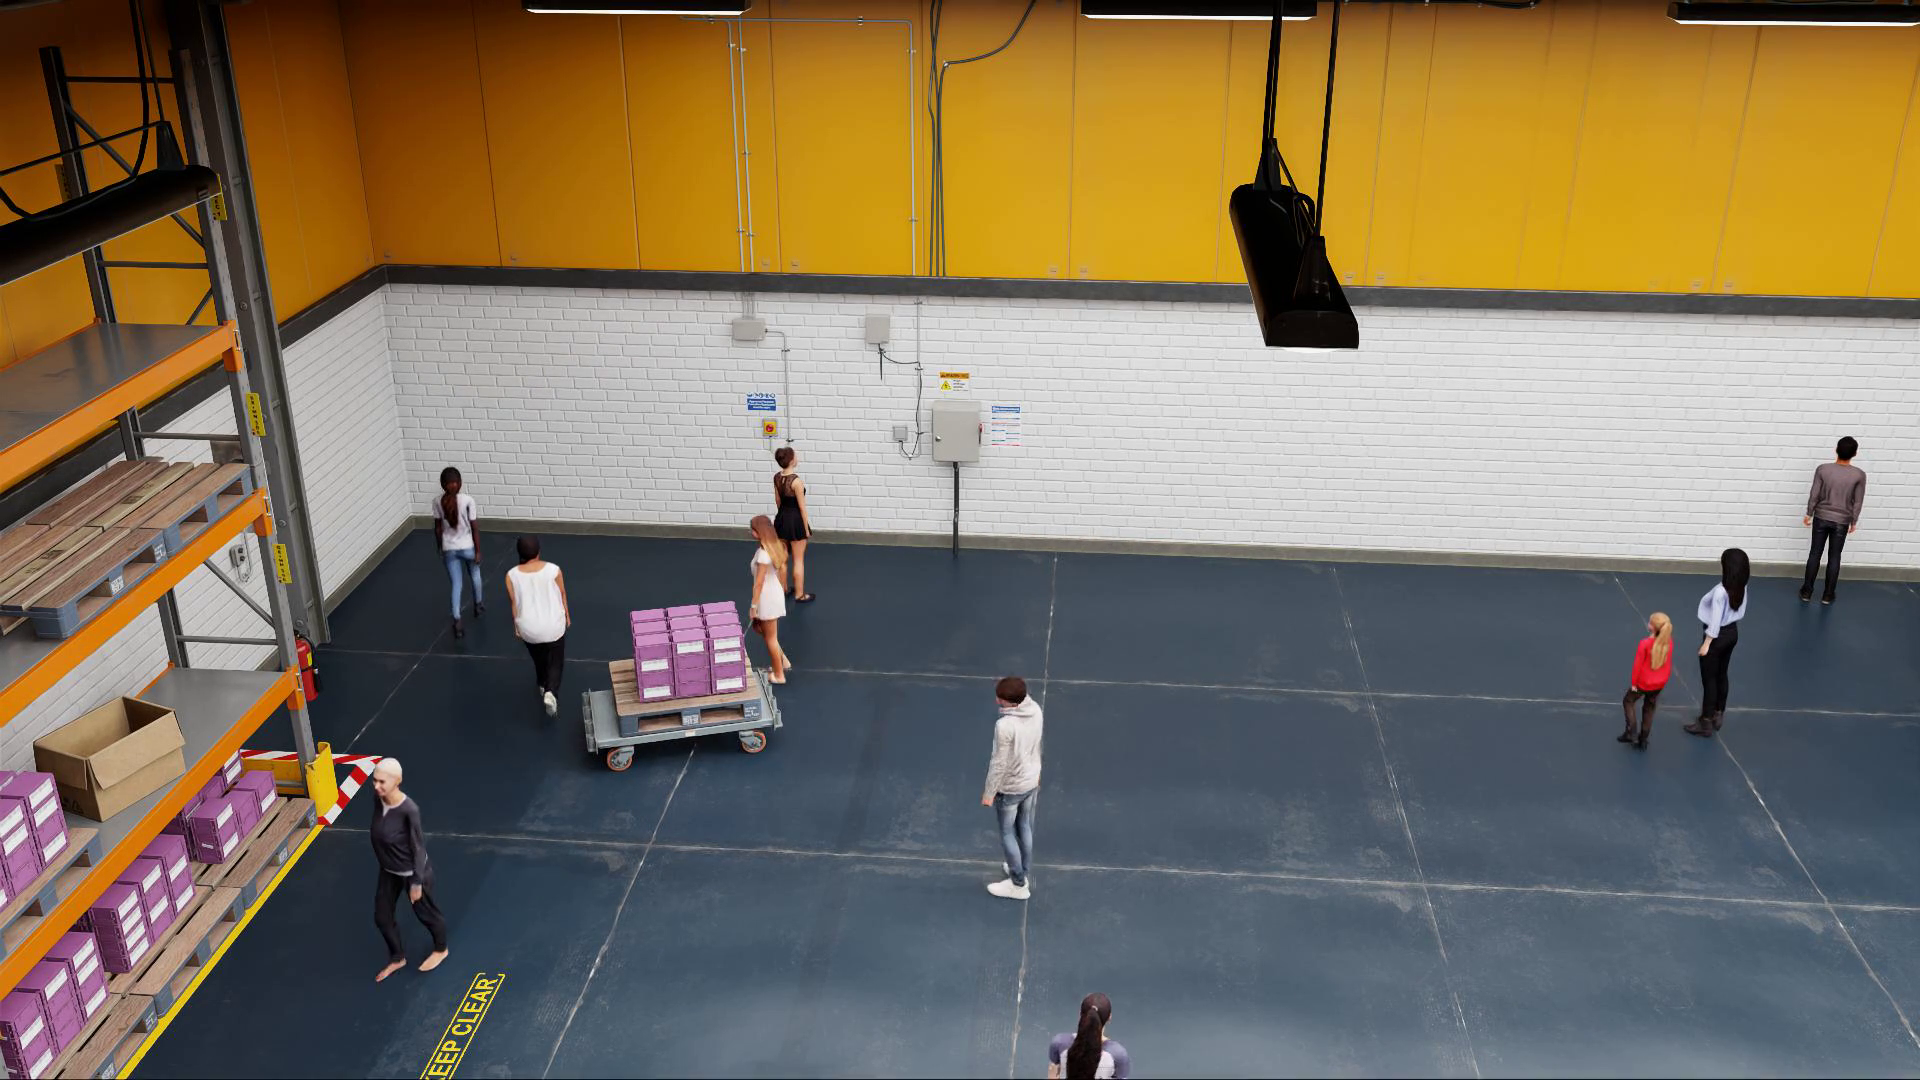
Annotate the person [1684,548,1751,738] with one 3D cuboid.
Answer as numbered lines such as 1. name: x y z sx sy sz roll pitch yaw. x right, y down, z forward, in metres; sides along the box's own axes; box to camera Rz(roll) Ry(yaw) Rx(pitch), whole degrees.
1. person: 6.579 0.881 14.409 0.724 1.743 0.781 -18 29 -36

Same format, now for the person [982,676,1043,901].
1. person: 0.407 1.784 12.231 0.767 1.835 0.882 -19 30 -37

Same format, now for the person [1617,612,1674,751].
1. person: 5.913 1.228 14.201 0.542 1.275 0.560 -4 24 -9

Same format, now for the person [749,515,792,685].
1. person: -1.663 0.563 15.215 0.624 1.682 0.516 3 24 8

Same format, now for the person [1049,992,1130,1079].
1. person: 0.673 3.230 9.175 0.652 1.632 0.885 5 24 11

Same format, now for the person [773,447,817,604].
1. person: -1.718 -0.168 16.906 0.679 1.667 0.722 19 30 37

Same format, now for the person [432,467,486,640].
1. person: -4.878 0.157 16.146 0.754 1.680 1.176 -3 24 -6

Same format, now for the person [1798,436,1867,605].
1. person: 8.833 -0.205 16.863 0.714 1.768 0.684 9 25 20

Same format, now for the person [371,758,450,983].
1. person: -3.749 2.199 11.440 0.820 1.707 0.884 14 27 29

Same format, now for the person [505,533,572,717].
1. person: -3.734 0.754 14.808 0.688 1.658 1.022 0 24 0
